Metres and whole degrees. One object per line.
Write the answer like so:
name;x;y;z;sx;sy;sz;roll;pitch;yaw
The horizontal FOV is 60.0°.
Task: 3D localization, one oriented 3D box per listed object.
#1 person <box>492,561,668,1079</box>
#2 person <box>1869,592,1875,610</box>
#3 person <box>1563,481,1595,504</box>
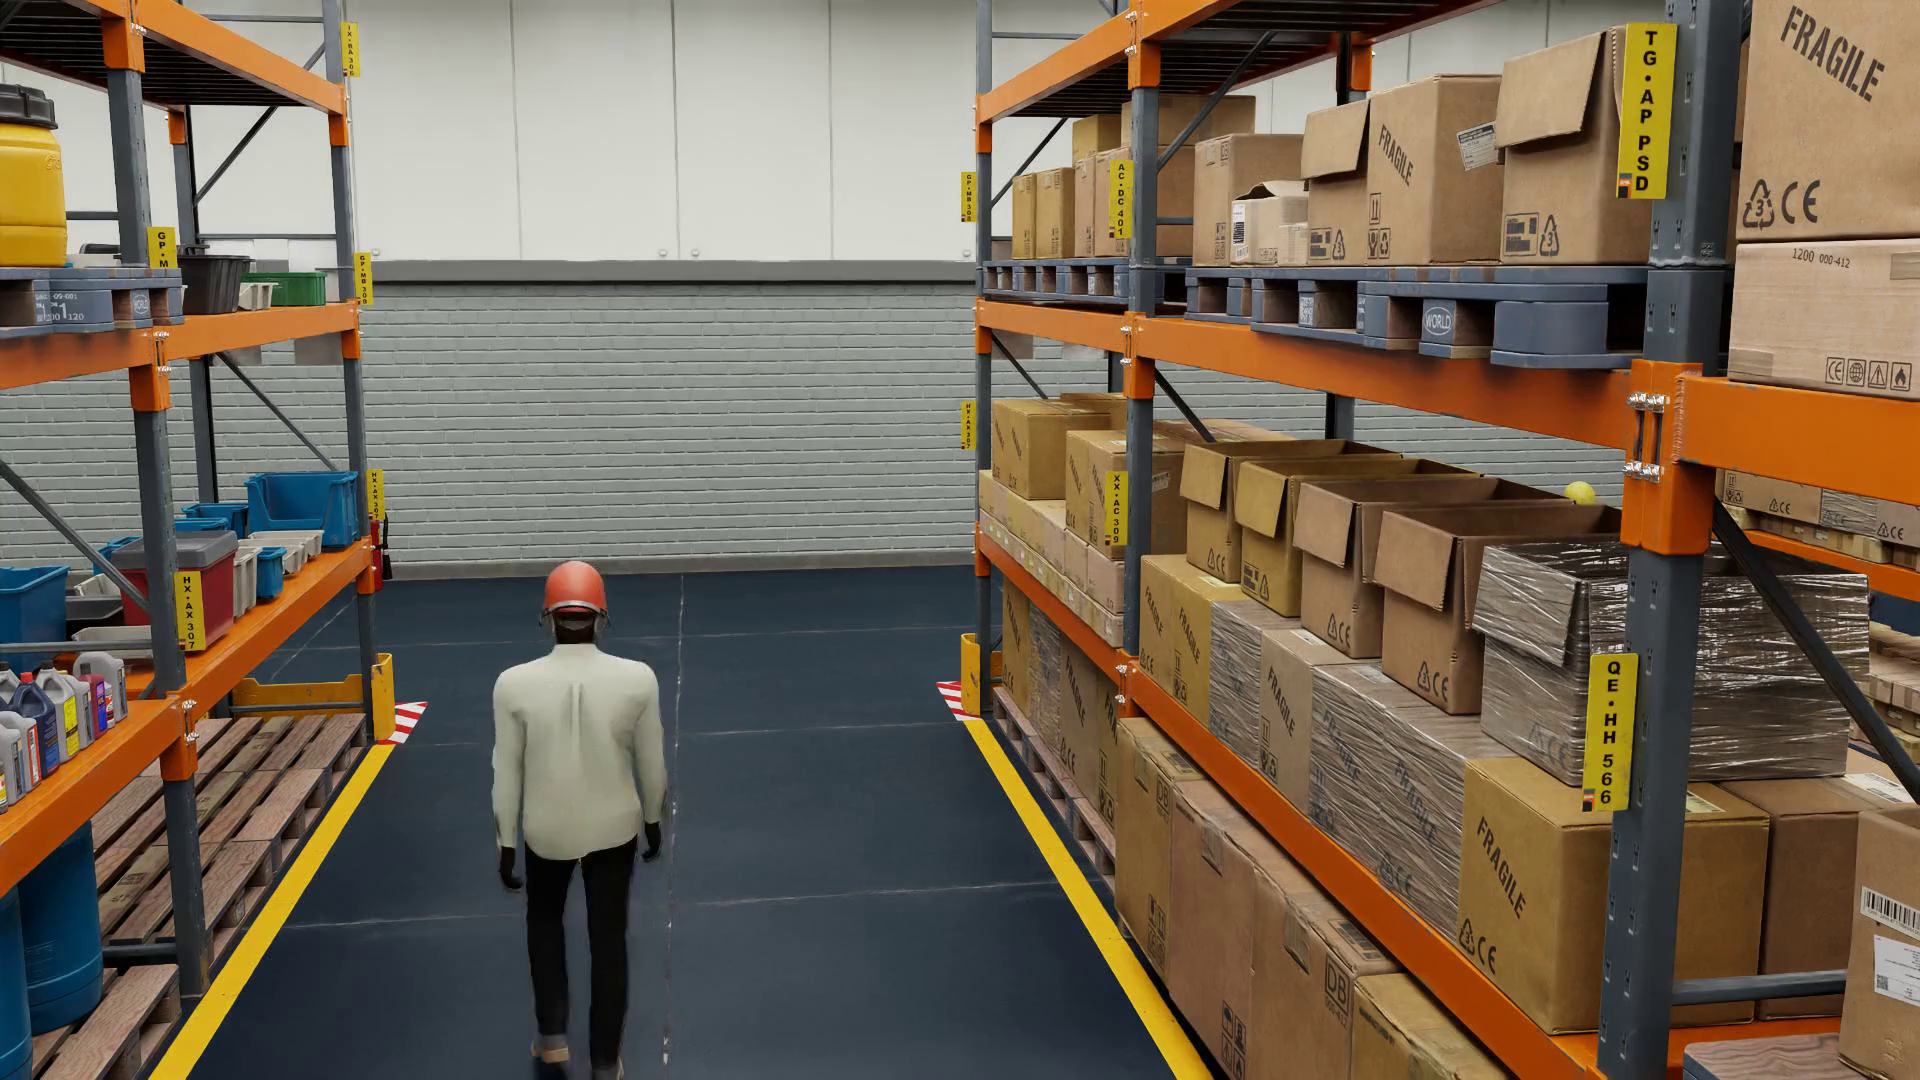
person;-1.417;1.050;6.237;0.633;1.972;0.633;-2;9;-14
person;7.361;-0.190;14.161;0.787;1.877;0.662;4;10;24
person;3.789;0.504;10.298;0.490;1.743;0.324;0;9;0
